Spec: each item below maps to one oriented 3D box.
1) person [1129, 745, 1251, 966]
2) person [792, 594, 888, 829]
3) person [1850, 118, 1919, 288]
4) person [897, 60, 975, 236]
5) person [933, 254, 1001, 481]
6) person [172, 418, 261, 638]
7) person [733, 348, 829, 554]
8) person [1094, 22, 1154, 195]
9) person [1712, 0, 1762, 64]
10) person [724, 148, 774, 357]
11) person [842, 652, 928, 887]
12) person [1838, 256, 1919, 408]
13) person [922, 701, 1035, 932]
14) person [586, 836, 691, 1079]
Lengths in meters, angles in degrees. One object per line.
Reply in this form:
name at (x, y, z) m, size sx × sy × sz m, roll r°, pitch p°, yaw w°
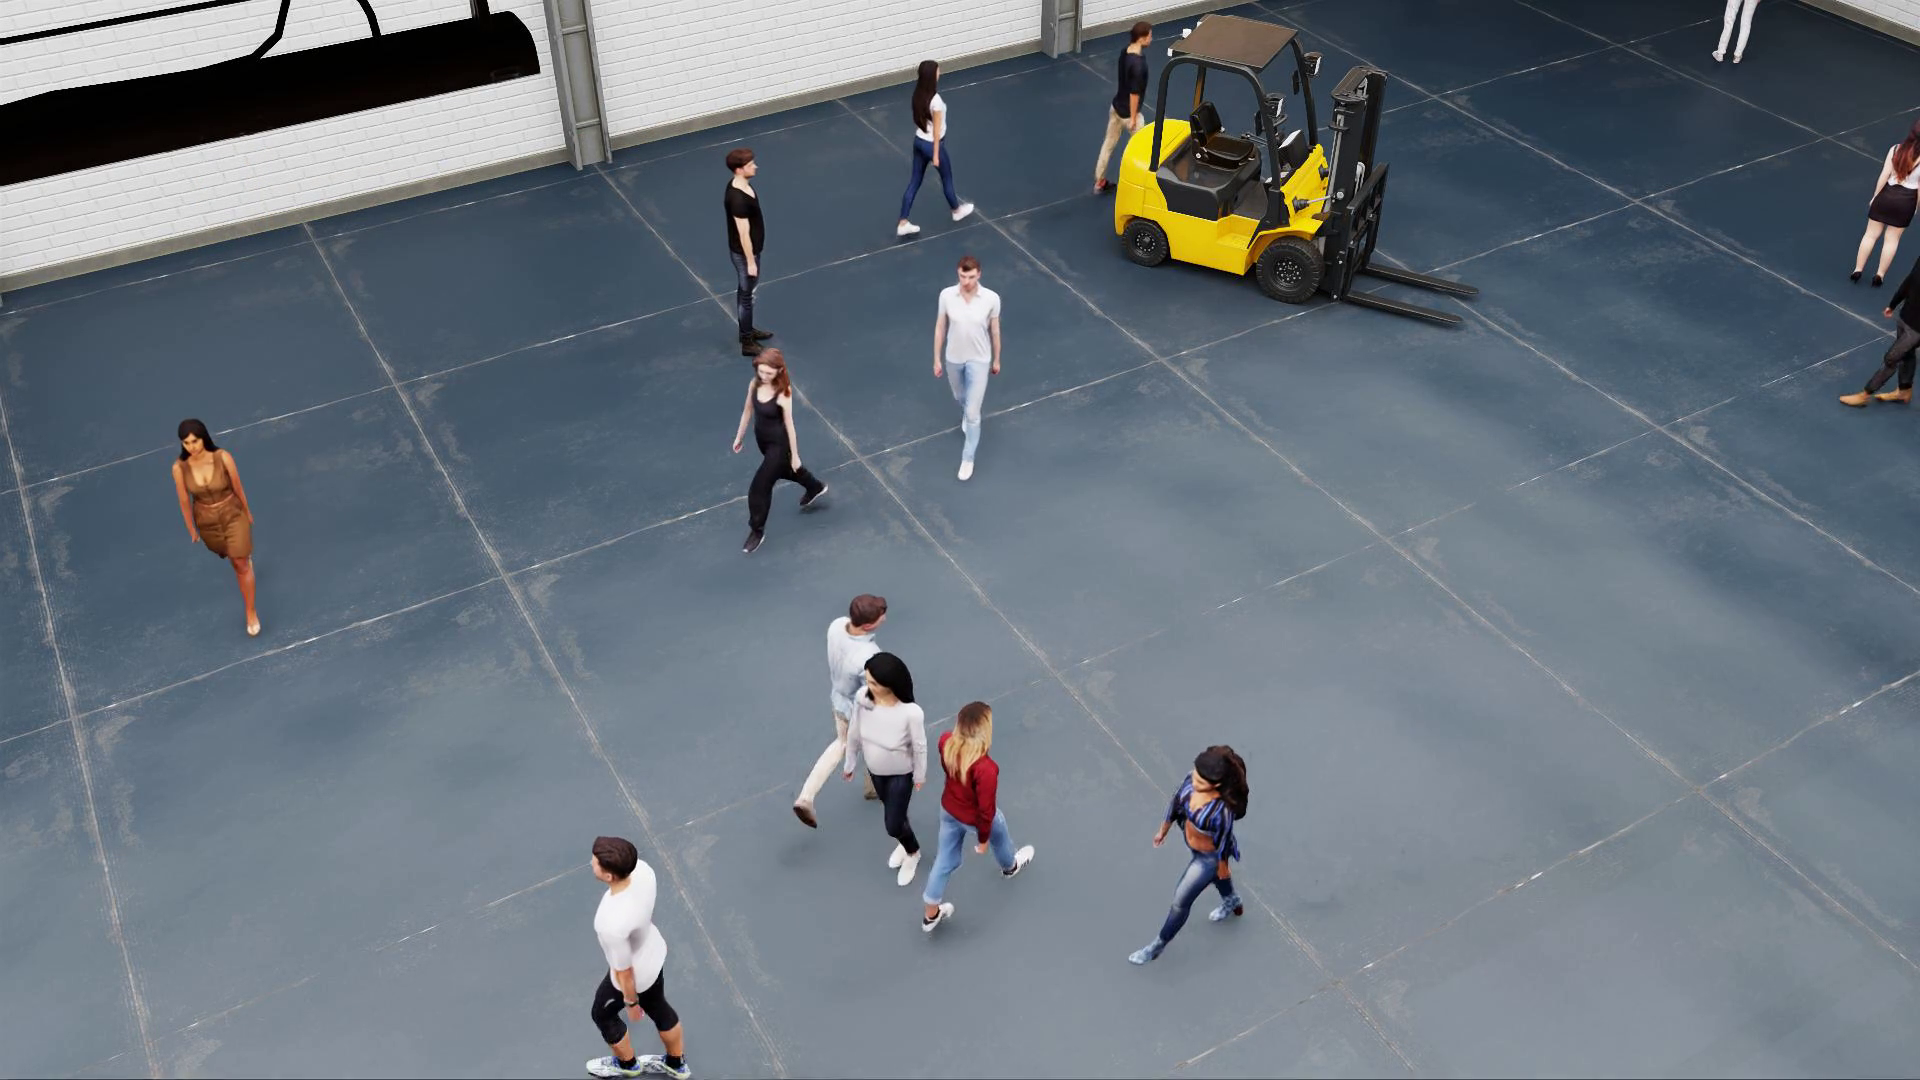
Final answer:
person at (1.430, 1.717, 9.357) m, size 1.069 × 1.572 × 0.707 m, roll -15°, pitch 41°, yaw -18°
person at (-0.690, 1.052, 10.001) m, size 1.098 × 1.808 × 0.778 m, roll -29°, pitch 47°, yaw -31°
person at (8.615, -3.107, 15.333) m, size 0.630 × 1.652 × 0.646 m, roll 21°, pitch 43°, yaw 24°
person at (-0.376, -3.737, 16.062) m, size 1.151 × 1.727 × 0.690 m, roll -24°, pitch 45°, yaw -27°
person at (0.074, -1.467, 13.146) m, size 1.185 × 1.820 × 1.213 m, roll 8°, pitch 39°, yaw 10°
person at (-5.166, -0.170, 11.648) m, size 1.056 × 1.661 × 0.803 m, roll -10°, pitch 40°, yaw -13°
person at (-1.306, -0.751, 12.349) m, size 1.215 × 1.694 × 0.886 m, roll -28°, pitch 46°, yaw -30°
person at (1.588, -4.280, 16.678) m, size 1.071 × 1.808 × 0.776 m, roll -15°, pitch 41°, yaw -18°
person at (9.212, -6.441, 19.493) m, size 0.685 × 1.670 × 0.739 m, roll 11°, pitch 40°, yaw 13°
person at (-1.859, -2.495, 14.372) m, size 0.721 × 1.896 × 0.753 m, roll -4°, pitch 39°, yaw -5°
person at (-0.356, 1.276, 9.821) m, size 0.731 × 1.682 × 0.760 m, roll 20°, pitch 43°, yaw 23°
person at (7.958, -1.827, 13.689) m, size 1.041 × 1.705 × 0.945 m, roll 2°, pitch 39°, yaw 3°
person at (-0.005, 1.602, 9.490) m, size 0.870 × 1.586 × 1.179 m, roll 28°, pitch 47°, yaw 31°
person at (-1.593, 2.194, 8.548) m, size 0.971 × 1.835 × 0.911 m, roll 10°, pitch 40°, yaw 12°
